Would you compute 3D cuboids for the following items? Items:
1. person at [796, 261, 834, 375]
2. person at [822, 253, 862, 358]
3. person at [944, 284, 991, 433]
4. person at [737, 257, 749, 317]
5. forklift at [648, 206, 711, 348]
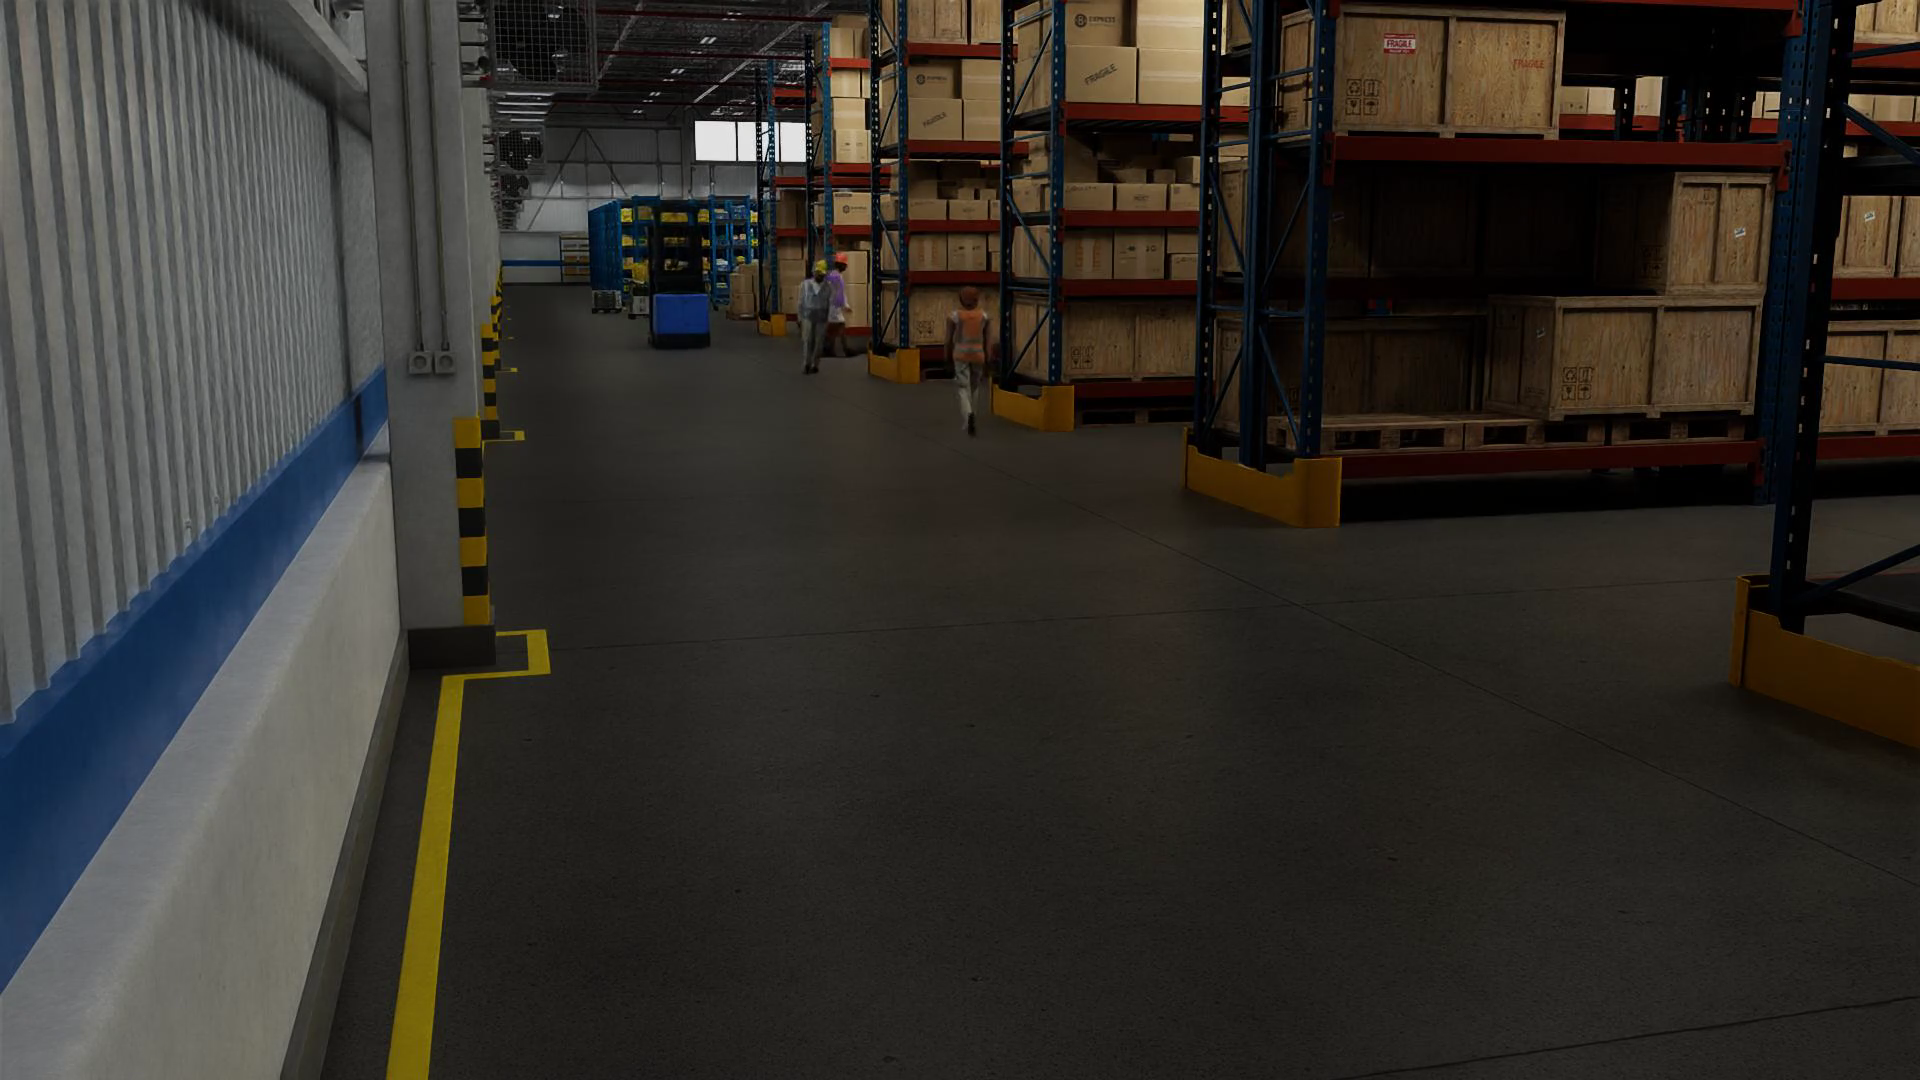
[{"bbox_3d":[-2.281,-3.488,26.230,0.607,1.781,0.894,-1,10,-4],"label":"person"},{"bbox_3d":[-2.152,-4.260,30.305,0.879,1.894,0.550,1,10,5],"label":"person"},{"bbox_3d":[0.101,-1.928,17.862,0.521,1.622,0.644,-3,10,-15],"label":"person"},{"bbox_3d":[-6.375,-7.313,48.114,0.512,1.718,0.566,-7,12,-34],"label":"person"},{"bbox_3d":[-5.656,-5.287,33.314,1.129,2.768,1.873,-3,10,-15],"label":"forklift"}]
